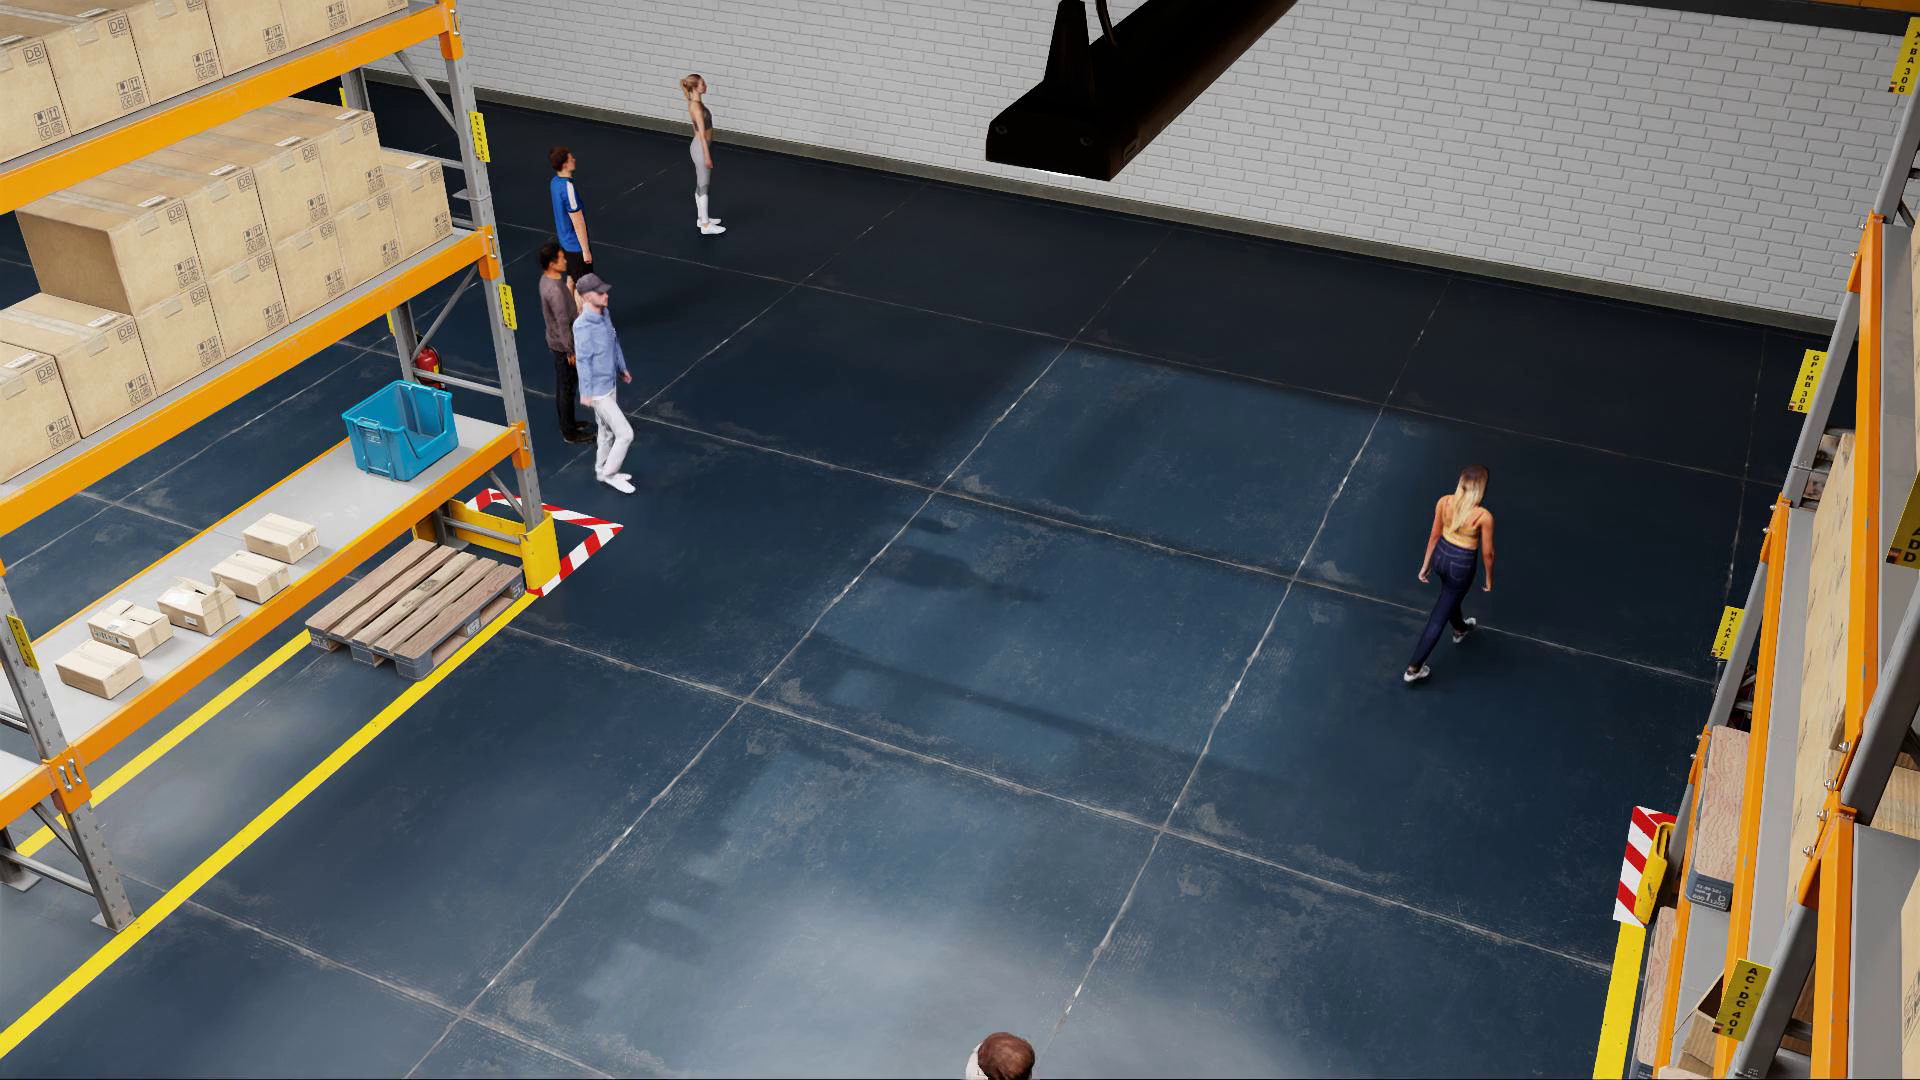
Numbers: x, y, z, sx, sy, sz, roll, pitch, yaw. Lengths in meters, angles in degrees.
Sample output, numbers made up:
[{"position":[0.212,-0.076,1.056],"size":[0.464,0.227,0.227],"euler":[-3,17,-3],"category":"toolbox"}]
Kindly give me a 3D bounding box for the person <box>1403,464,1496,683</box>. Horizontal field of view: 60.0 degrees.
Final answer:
[{"position":[3.285,0.259,11.214],"size":[1.211,1.578,0.893],"euler":[-26,42,-34],"category":"person"}]

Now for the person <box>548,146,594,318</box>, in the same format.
[{"position":[-3.618,-2.795,15.551],"size":[0.755,1.865,0.738],"euler":[-19,38,-27],"category":"person"}]

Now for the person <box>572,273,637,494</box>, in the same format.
[{"position":[-2.934,-1.253,13.222],"size":[0.812,1.874,0.706],"euler":[3,34,5],"category":"person"}]

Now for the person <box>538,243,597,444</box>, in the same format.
[{"position":[-3.334,-1.657,13.927],"size":[0.762,1.766,0.694],"euler":[20,39,28],"category":"person"}]

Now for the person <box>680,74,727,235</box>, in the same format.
[{"position":[-2.751,-4.114,17.681],"size":[0.722,1.703,0.654],"euler":[-9,35,-13],"category":"person"}]

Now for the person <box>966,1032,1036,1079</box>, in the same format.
[{"position":[0.144,2.747,7.228],"size":[0.887,1.847,0.748],"euler":[-12,35,-17],"category":"person"}]
